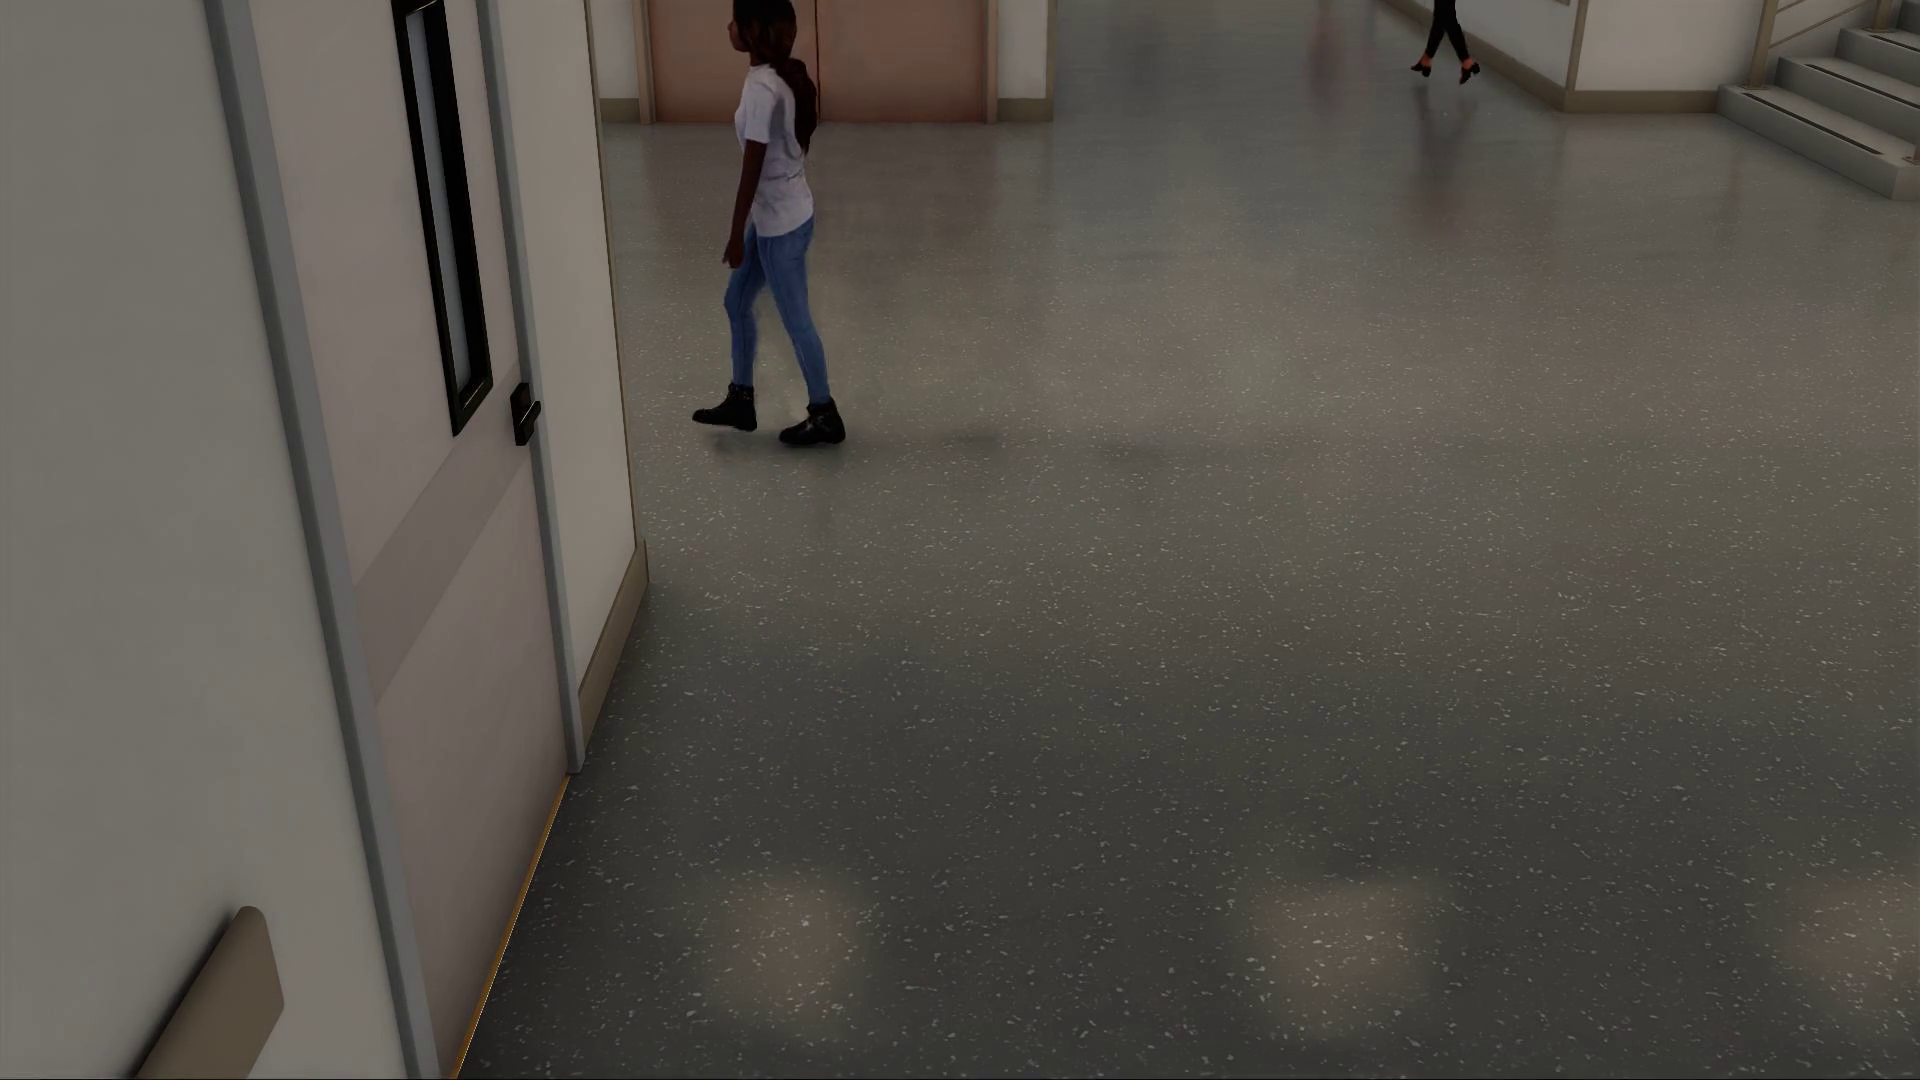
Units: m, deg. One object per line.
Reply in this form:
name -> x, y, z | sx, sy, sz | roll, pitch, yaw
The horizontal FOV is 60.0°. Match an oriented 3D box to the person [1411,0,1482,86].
person -> 3.819, -4.324, 12.768 | 1.140, 1.664, 0.925 | -9, 27, -18

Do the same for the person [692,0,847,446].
person -> -0.590, -1.146, 6.130 | 0.819, 1.707, 0.611 | 0, 26, 1
